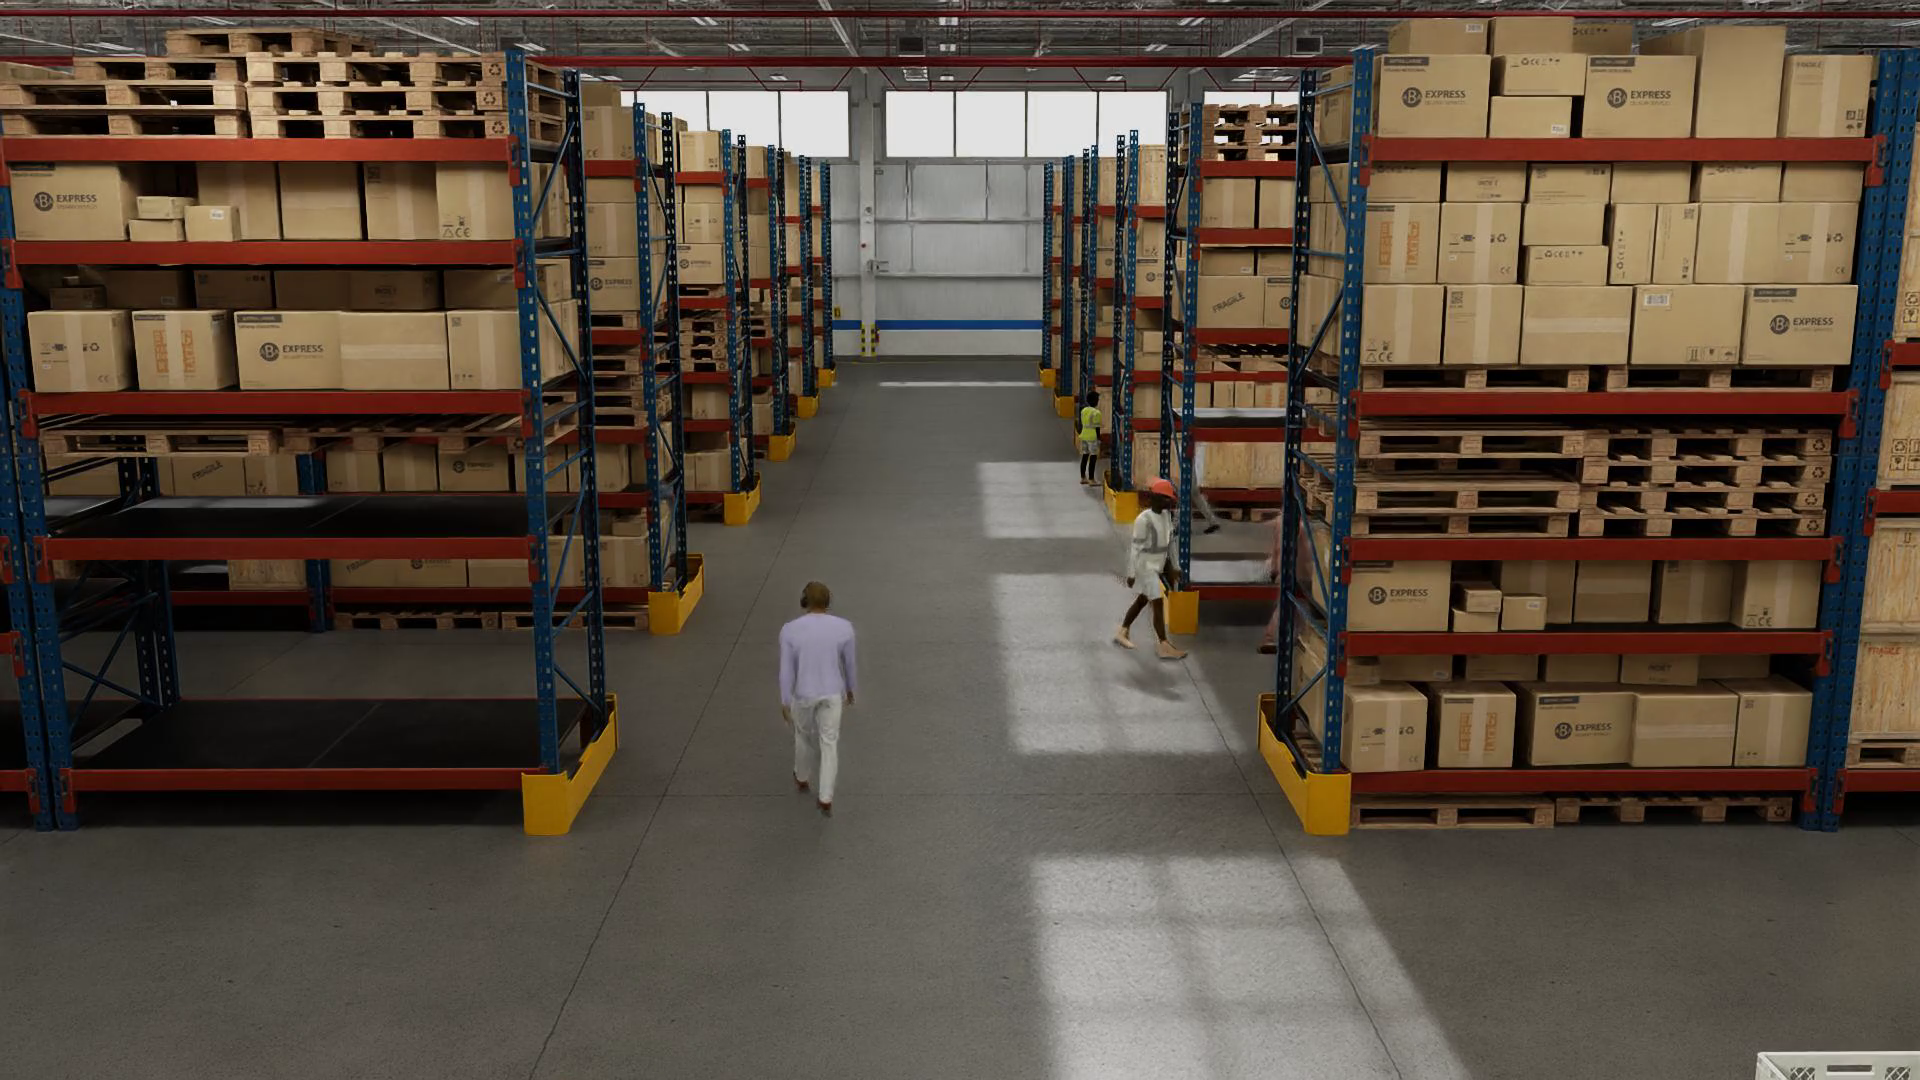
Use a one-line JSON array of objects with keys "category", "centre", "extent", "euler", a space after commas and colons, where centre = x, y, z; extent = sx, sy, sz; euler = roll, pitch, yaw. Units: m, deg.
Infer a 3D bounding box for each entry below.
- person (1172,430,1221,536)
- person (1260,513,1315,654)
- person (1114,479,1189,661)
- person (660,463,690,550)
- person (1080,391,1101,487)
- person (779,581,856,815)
[{"category": "person", "centre": [3.539, -0.942, 25.101], "extent": [0.931, 1.792, 0.590], "euler": [1, 11, 2]}, {"category": "person", "centre": [3.798, 0.344, 18.588], "extent": [1.049, 1.837, 0.673], "euler": [-4, 12, -21]}, {"category": "person", "centre": [2.112, 0.299, 18.481], "extent": [1.011, 1.985, 0.613], "euler": [8, 14, 33]}, {"category": "person", "centre": [-3.875, -0.270, 22.255], "extent": [0.862, 1.589, 0.503], "euler": [1, 11, 6]}, {"category": "person", "centre": [2.331, -1.799, 29.587], "extent": [0.319, 1.692, 0.536], "euler": [-6, 13, -29]}, {"category": "person", "centre": [-1.197, 1.259, 13.880], "extent": [0.650, 1.895, 0.956], "euler": [-2, 12, -11]}]
